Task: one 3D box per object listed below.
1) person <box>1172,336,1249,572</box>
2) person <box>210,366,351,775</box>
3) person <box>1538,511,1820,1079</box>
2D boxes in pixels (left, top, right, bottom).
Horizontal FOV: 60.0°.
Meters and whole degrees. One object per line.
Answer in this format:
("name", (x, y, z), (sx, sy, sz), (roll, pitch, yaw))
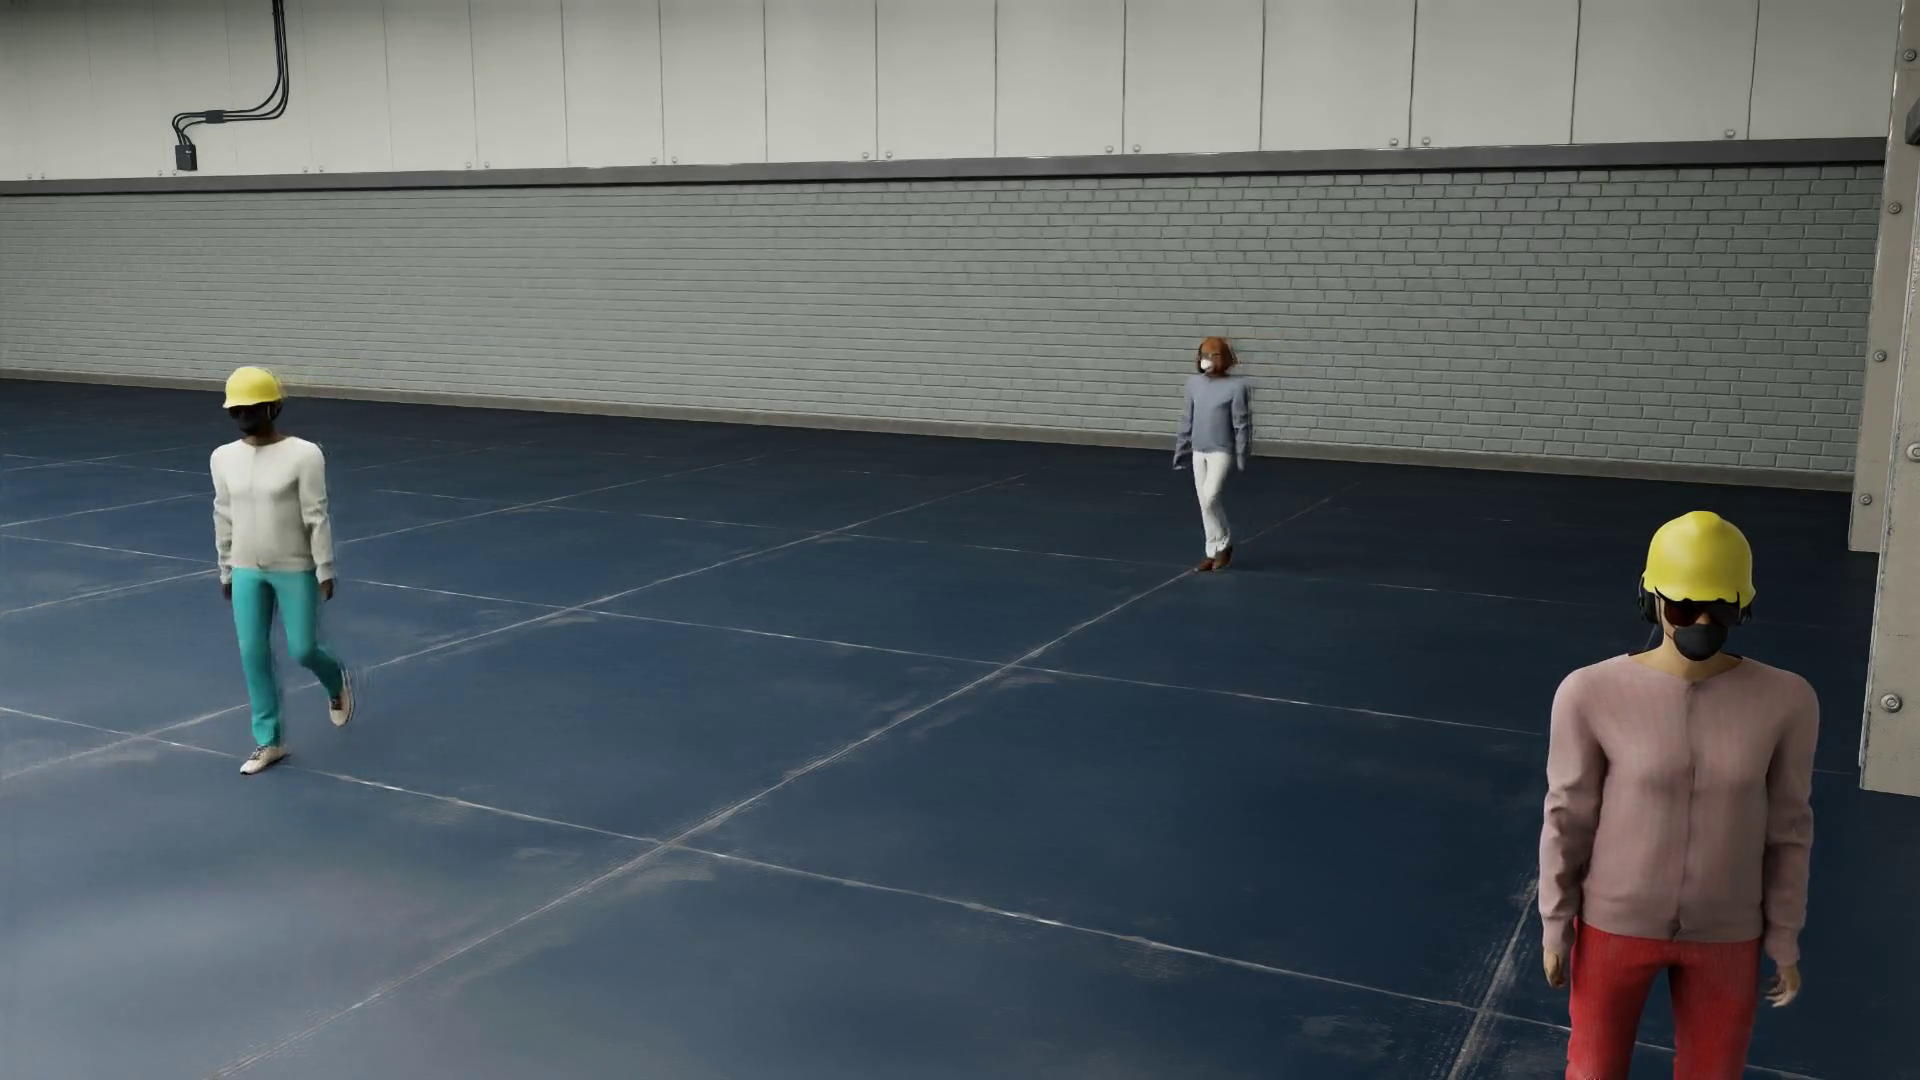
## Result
("person", (1.697, -0.574, 11.320), (0.376, 1.617, 0.511), (-9, 13, -39))
("person", (-2.967, 0.103, 7.270), (0.532, 1.744, 0.620), (1, 10, 5))
("person", (1.460, 0.807, 3.422), (0.526, 1.763, 0.335), (1, 10, 8))
